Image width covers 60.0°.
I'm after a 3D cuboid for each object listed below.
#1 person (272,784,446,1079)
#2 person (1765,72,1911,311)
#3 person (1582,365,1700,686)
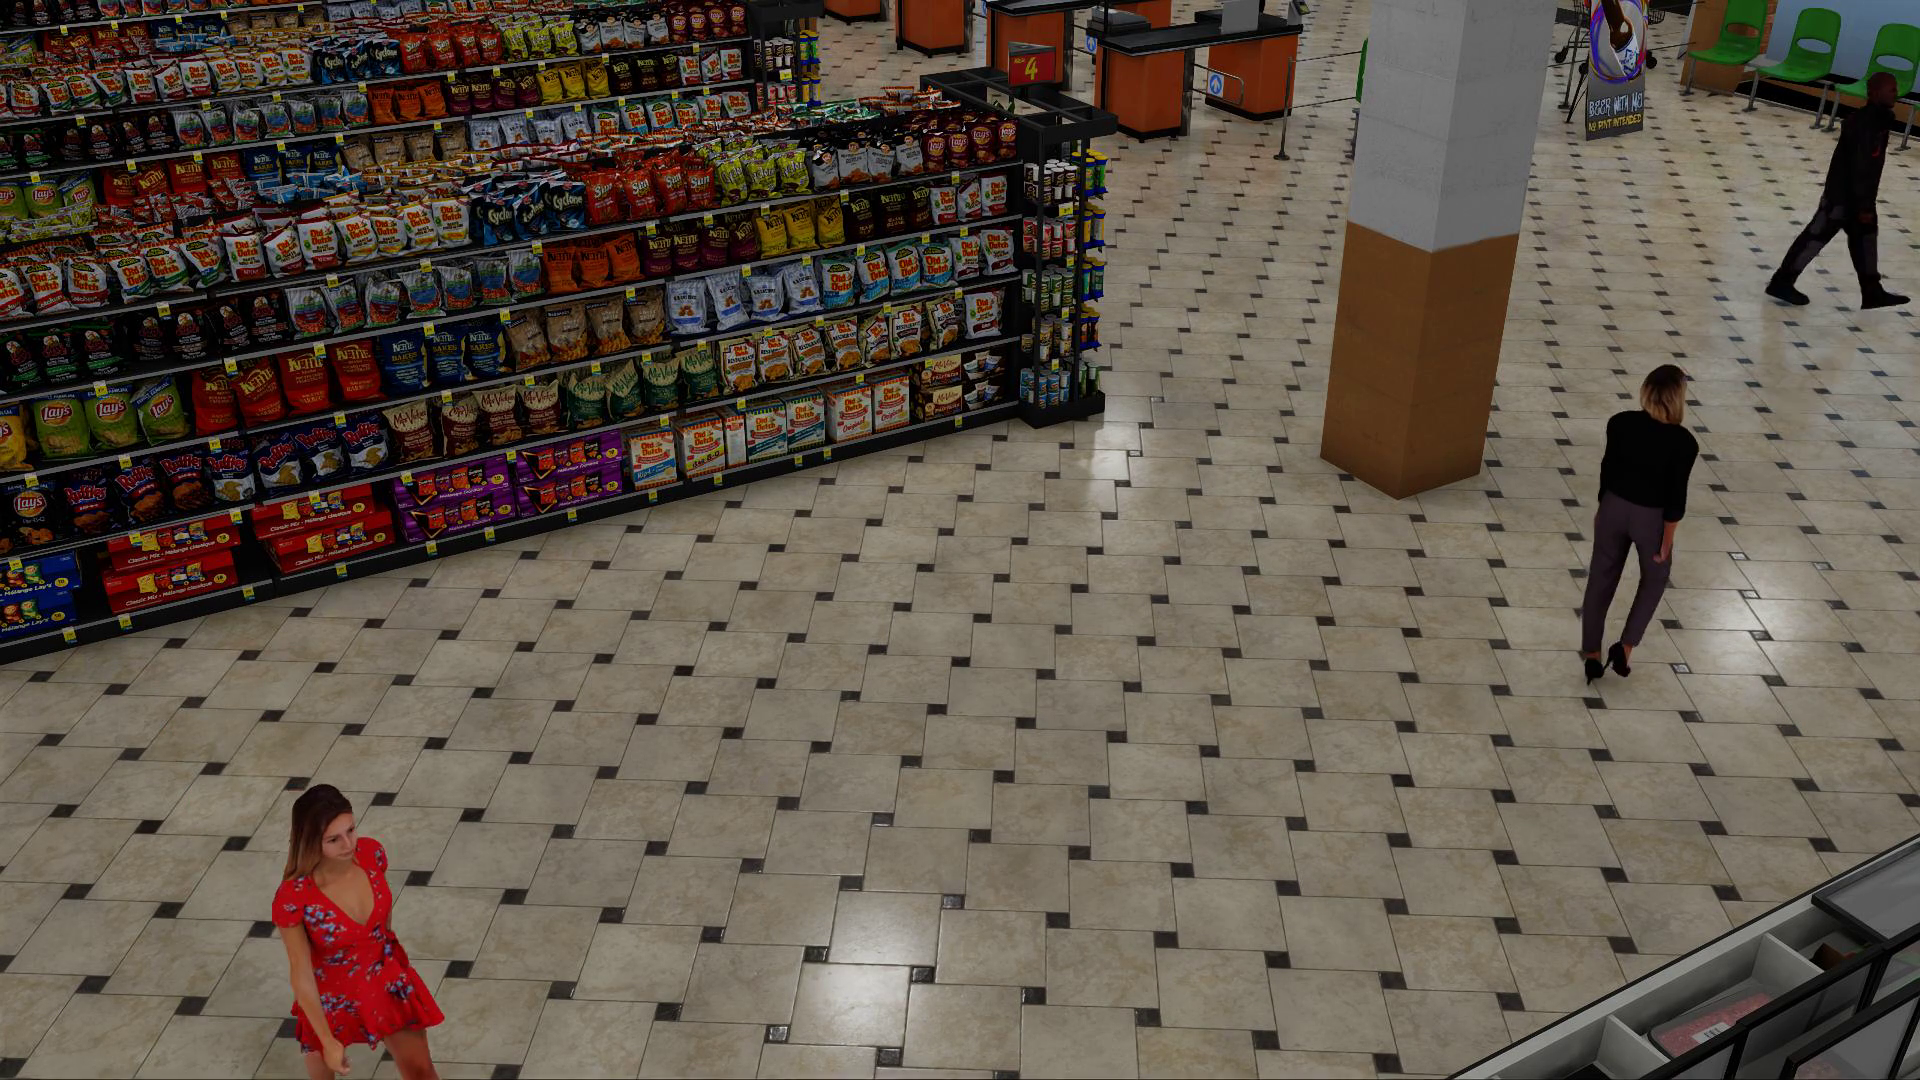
[{"bbox_3d":[-2.017,1.425,5.382,0.903,1.544,1.115,22,36,35],"label":"person"},{"bbox_3d":[6.559,-2.598,12.497,1.058,1.787,1.254,22,35,34],"label":"person"},{"bbox_3d":[3.162,-0.019,7.903,0.681,1.661,0.699,21,35,33],"label":"person"}]
